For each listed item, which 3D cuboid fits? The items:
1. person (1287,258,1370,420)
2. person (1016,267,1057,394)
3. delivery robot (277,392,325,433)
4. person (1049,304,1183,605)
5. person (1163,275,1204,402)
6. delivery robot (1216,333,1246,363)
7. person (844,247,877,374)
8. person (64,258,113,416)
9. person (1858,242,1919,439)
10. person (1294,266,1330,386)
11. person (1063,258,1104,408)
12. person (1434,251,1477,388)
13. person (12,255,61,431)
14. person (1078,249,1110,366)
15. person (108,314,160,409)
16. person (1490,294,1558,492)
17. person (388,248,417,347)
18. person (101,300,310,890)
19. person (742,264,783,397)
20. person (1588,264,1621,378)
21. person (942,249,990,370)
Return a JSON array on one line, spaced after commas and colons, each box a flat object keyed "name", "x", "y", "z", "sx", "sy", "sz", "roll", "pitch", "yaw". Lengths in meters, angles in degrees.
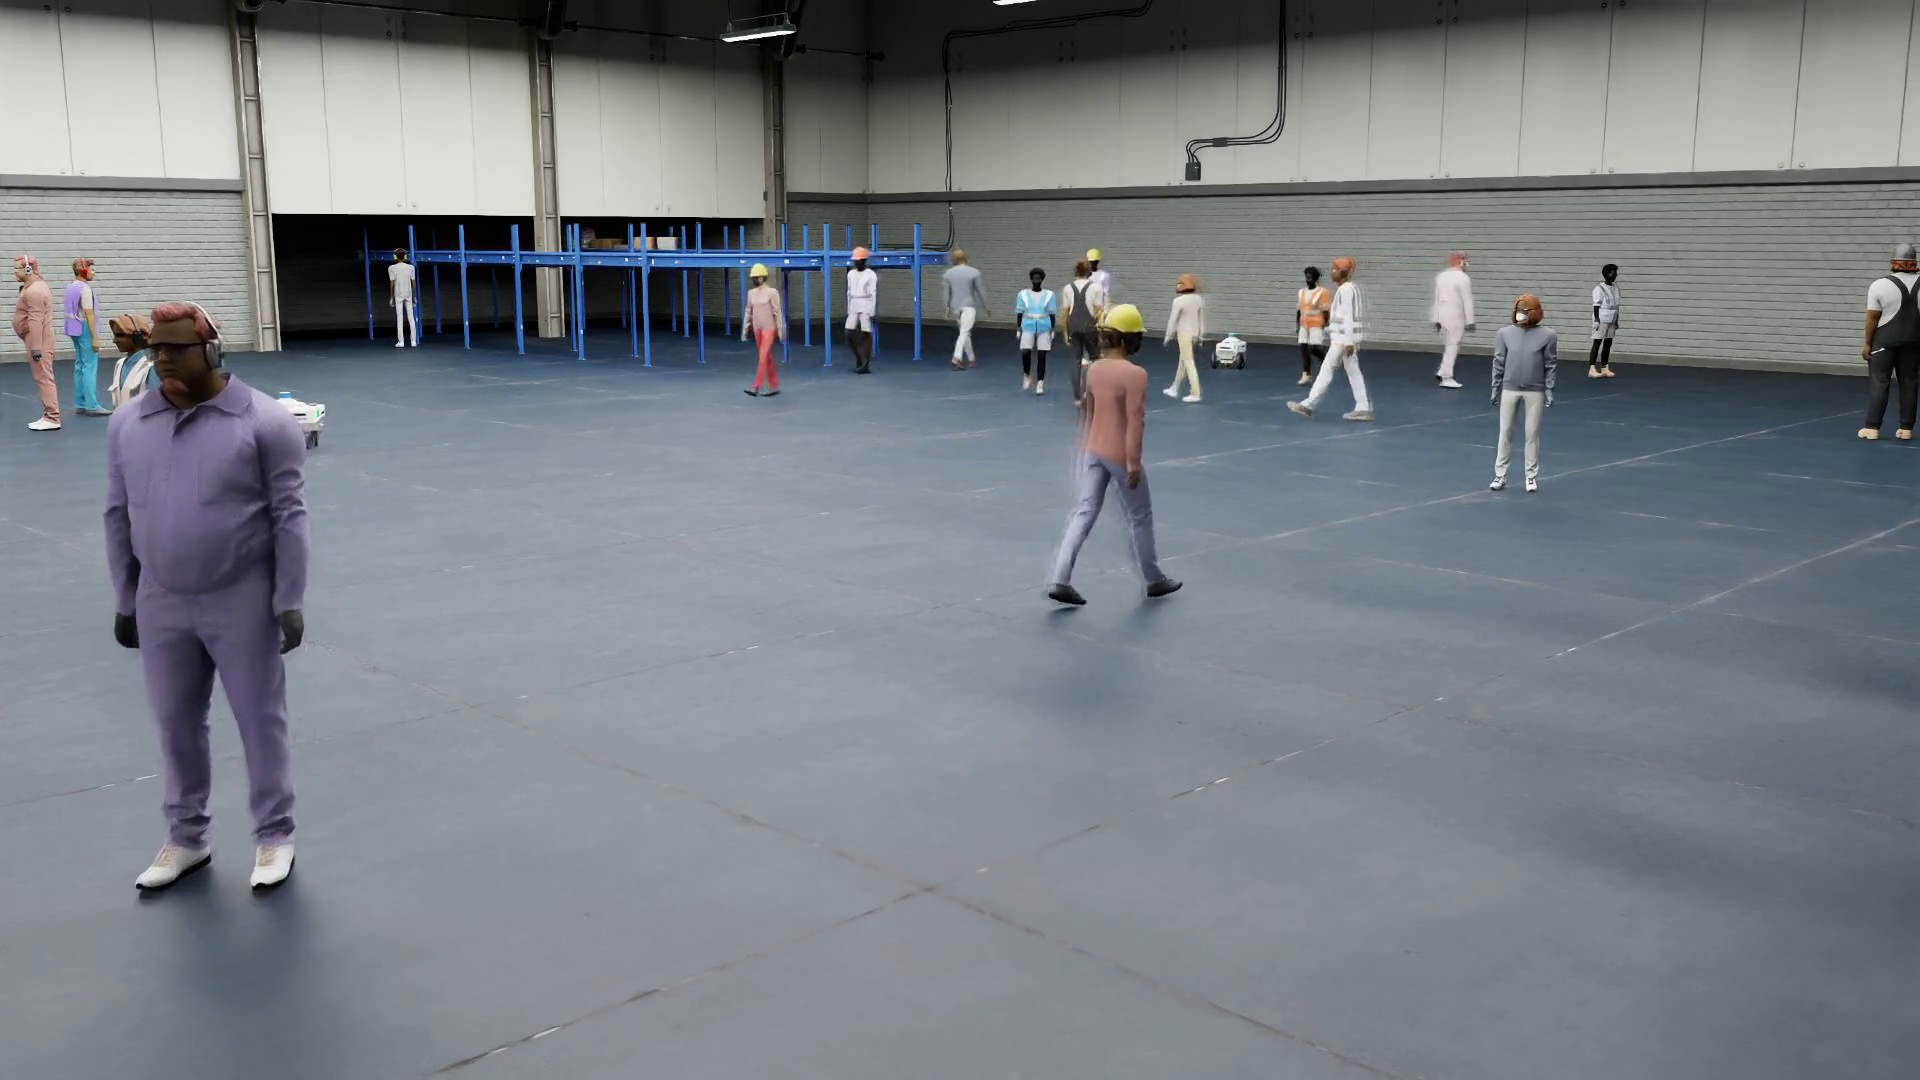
[{"name": "person", "x": 4.274, "y": -2.291, "z": 19.057, "sx": 0.974, "sy": 1.835, "sz": 0.608, "roll": 3, "pitch": 11, "yaw": 16}, {"name": "person", "x": 1.017, "y": -2.789, "z": 22.195, "sx": 0.551, "sy": 1.684, "sz": 0.359, "roll": 0, "pitch": 10, "yaw": 2}, {"name": "delivery robot", "x": -6.780, "y": -1.247, "z": 16.743, "sx": 0.707, "sy": 0.478, "sz": 0.477, "roll": -2, "pitch": 11, "yaw": -12}, {"name": "person", "x": 0.881, "y": -0.486, "z": 9.540, "sx": 0.924, "sy": 1.724, "sz": 0.534, "roll": -7, "pitch": 13, "yaw": -35}, {"name": "person", "x": 2.822, "y": -2.585, "z": 21.307, "sx": 0.521, "sy": 1.596, "sz": 0.786, "roll": -9, "pitch": 14, "yaw": -41}, {"name": "delivery robot", "x": 4.357, "y": -3.075, "z": 26.711, "sx": 0.477, "sy": 0.478, "sz": 0.707, "roll": 4, "pitch": 11, "yaw": 23}, {"name": "person", "x": -1.554, "y": -3.520, "z": 25.533, "sx": 0.569, "sy": 1.923, "sz": 0.495, "roll": 7, "pitch": 12, "yaw": 32}, {"name": "person", "x": -10.321, "y": -2.388, "z": 19.590, "sx": 0.572, "sy": 1.840, "sz": 0.373, "roll": 10, "pitch": 14, "yaw": 42}, {"name": "person", "x": 9.747, "y": -2.058, "z": 17.367, "sx": 0.684, "sy": 2.000, "sz": 0.538, "roll": 1, "pitch": 10, "yaw": 5}, {"name": "person", "x": 5.015, "y": -3.033, "z": 23.525, "sx": 0.452, "sy": 1.679, "sz": 0.548, "roll": -8, "pitch": 13, "yaw": -36}, {"name": "person", "x": 1.540, "y": -2.548, "z": 20.490, "sx": 0.550, "sy": 1.831, "sz": 0.438, "roll": 4, "pitch": 11, "yaw": 22}, {"name": "person", "x": 6.891, "y": -3.057, "z": 23.123, "sx": 0.451, "sy": 1.887, "sz": 0.641, "roll": -3, "pitch": 11, "yaw": -14}, {"name": "person", "x": -10.118, "y": -2.157, "z": 18.194, "sx": 0.402, "sy": 1.899, "sz": 0.636, "roll": -5, "pitch": 11, "yaw": -24}, {"name": "person", "x": 2.202, "y": -3.845, "z": 27.404, "sx": 0.584, "sy": 1.890, "sz": 0.956, "roll": 8, "pitch": 13, "yaw": 38}, {"name": "person", "x": -5.041, "y": -0.578, "z": 10.298, "sx": 0.517, "sy": 1.634, "sz": 0.313, "roll": 8, "pitch": 13, "yaw": 36}, {"name": "person", "x": 4.673, "y": -1.223, "z": 13.811, "sx": 0.504, "sy": 1.631, "sz": 0.281, "roll": 5, "pitch": 11, "yaw": 25}, {"name": "person", "x": -10.601, "y": -4.618, "z": 31.664, "sx": 0.510, "sy": 1.877, "sz": 0.328, "roll": -6, "pitch": 12, "yaw": -30}, {"name": "person", "x": -2.436, "y": 0.188, "z": 5.370, "sx": 0.650, "sy": 1.906, "sz": 0.403, "roll": 0, "pitch": 10, "yaw": 0}, {"name": "person", "x": -2.643, "y": -2.731, "z": 21.766, "sx": 0.558, "sy": 1.725, "sz": 0.873, "roll": 8, "pitch": 13, "yaw": 37}, {"name": "person", "x": 9.637, "y": -3.273, "z": 24.835, "sx": 0.530, "sy": 1.689, "sz": 0.322, "roll": -6, "pitch": 12, "yaw": -30}, {"name": "person", "x": 0.042, "y": -3.674, "z": 26.493, "sx": 0.701, "sy": 1.887, "sz": 1.019, "roll": 5, "pitch": 12, "yaw": 25}]
